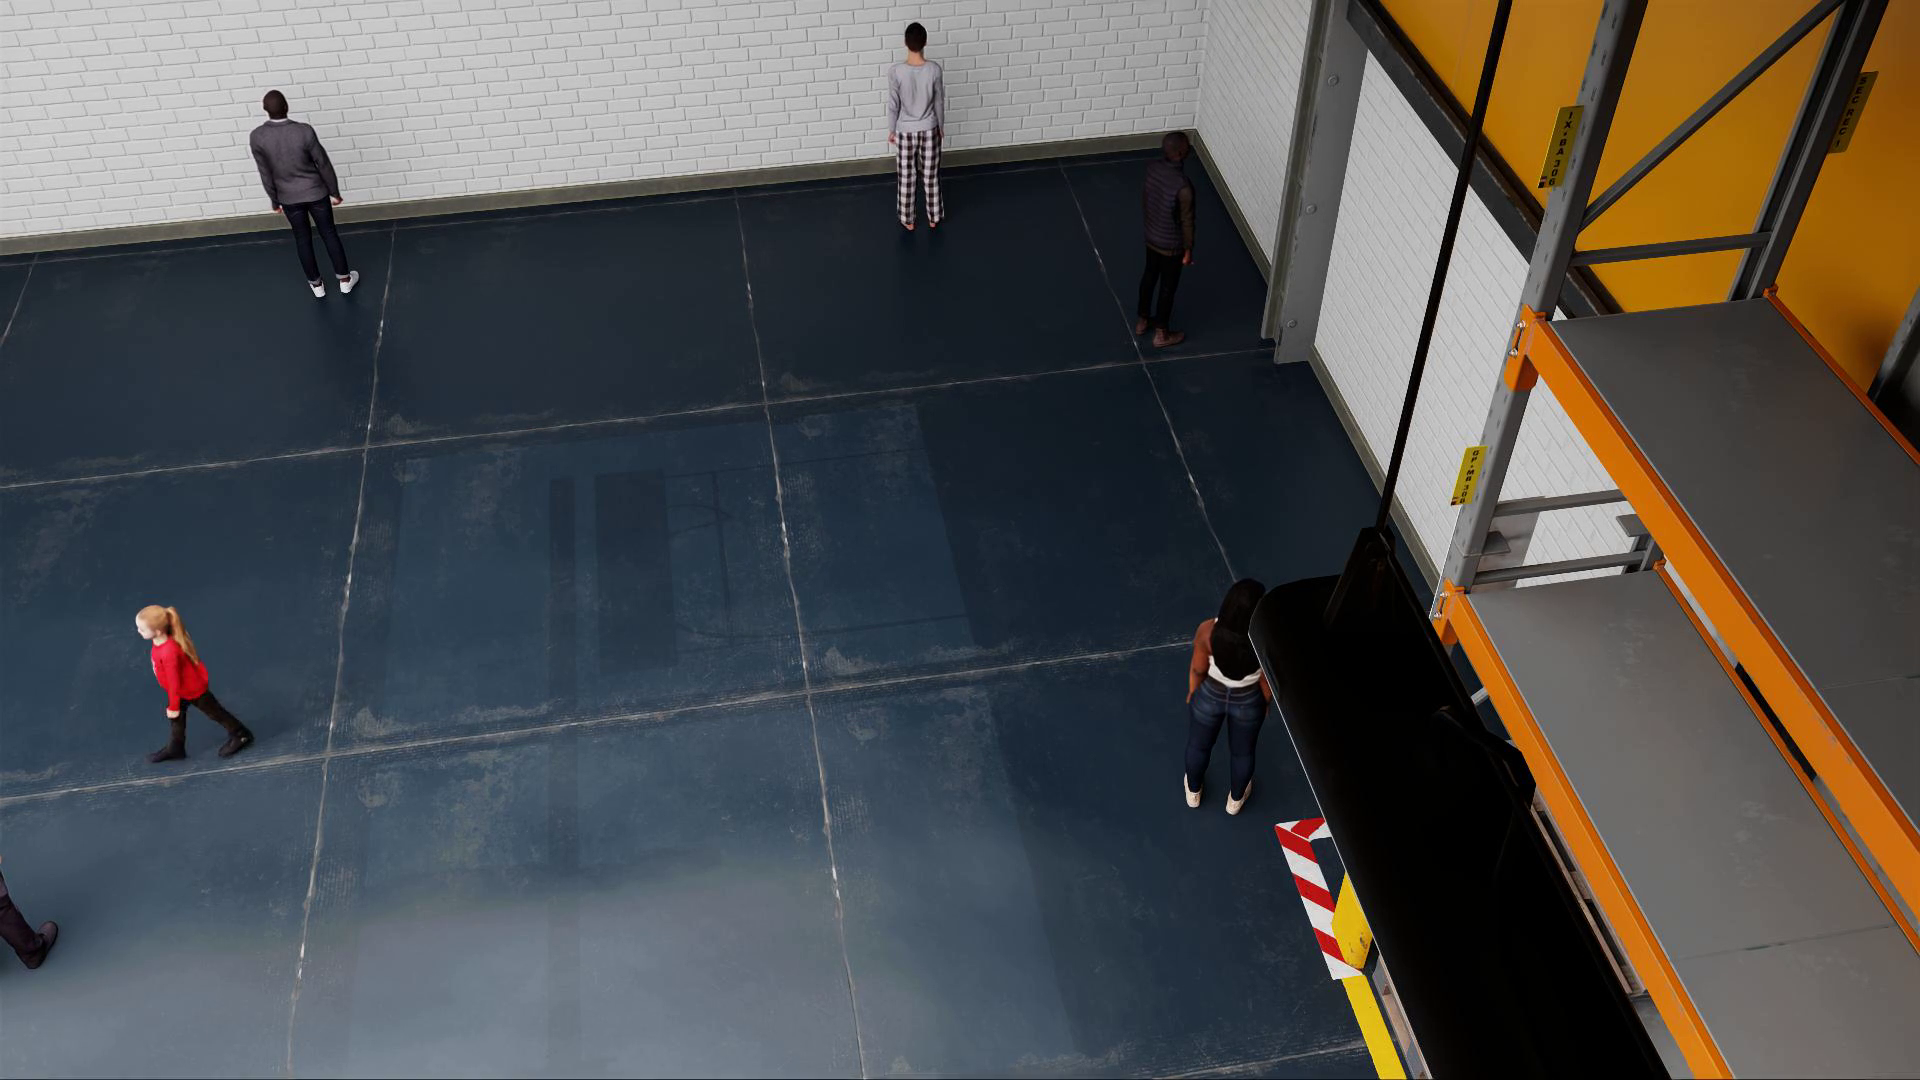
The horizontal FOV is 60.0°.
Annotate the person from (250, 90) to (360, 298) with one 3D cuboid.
[{"bbox_3d":[-5.258,-2.757,13.312,0.707,1.818,0.575,-8,44,-8],"label":"person"}]

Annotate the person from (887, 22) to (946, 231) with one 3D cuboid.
[{"bbox_3d":[-0.363,-3.471,14.040,0.622,1.847,0.521,-6,44,-7],"label":"person"}]

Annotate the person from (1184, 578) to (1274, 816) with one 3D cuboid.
[{"bbox_3d":[1.535,0.902,9.478,0.740,1.809,0.744,10,45,11],"label":"person"}]

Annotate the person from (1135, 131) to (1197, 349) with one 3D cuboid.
[{"bbox_3d":[1.587,-2.334,12.855,0.837,1.835,0.667,-25,49,-24],"label":"person"}]

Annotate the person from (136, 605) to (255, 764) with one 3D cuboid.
[{"bbox_3d":[-4.551,0.855,9.940,0.774,1.240,0.838,-27,50,-25],"label":"person"}]
